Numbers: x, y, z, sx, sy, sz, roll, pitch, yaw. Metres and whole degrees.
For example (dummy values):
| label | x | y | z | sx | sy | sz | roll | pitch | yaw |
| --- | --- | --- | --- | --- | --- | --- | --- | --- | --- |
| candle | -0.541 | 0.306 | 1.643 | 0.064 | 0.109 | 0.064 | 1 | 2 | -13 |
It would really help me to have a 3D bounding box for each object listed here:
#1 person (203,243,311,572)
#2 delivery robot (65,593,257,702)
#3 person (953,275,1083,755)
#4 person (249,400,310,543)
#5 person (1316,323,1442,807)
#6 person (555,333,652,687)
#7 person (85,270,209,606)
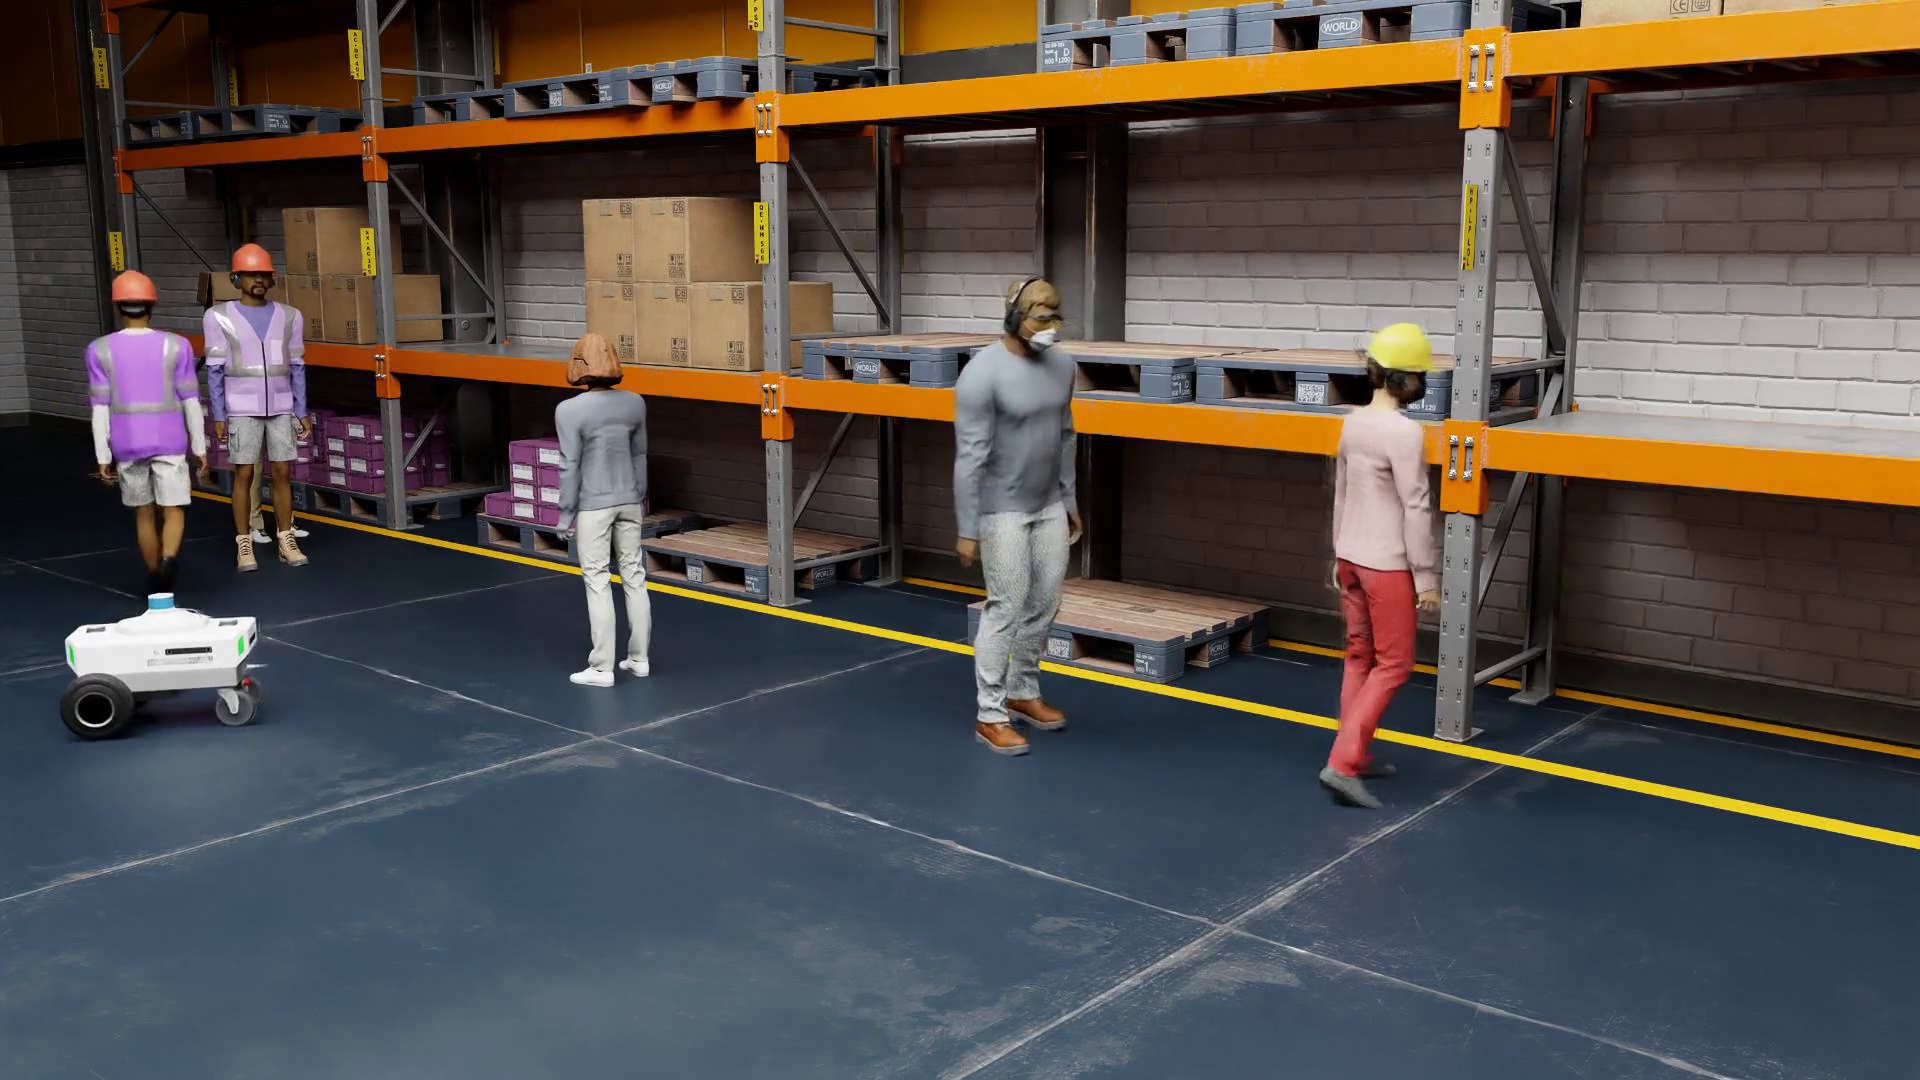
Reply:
| label | x | y | z | sx | sy | sz | roll | pitch | yaw |
| --- | --- | --- | --- | --- | --- | --- | --- | --- | --- |
| person | -4.404 | -0.829 | 10.484 | 0.608 | 2.048 | 0.365 | -8 | 13 | -39 |
| delivery robot | -3.379 | 0.469 | 7.072 | 0.707 | 0.478 | 0.477 | -3 | 10 | -14 |
| person | 0.201 | -0.103 | 6.723 | 0.482 | 1.915 | 0.666 | 10 | 14 | 43 |
| person | -4.773 | -0.796 | 11.498 | 0.277 | 1.628 | 0.500 | 6 | 12 | 32 |
| person | 1.500 | 0.093 | 6.096 | 0.461 | 1.759 | 0.560 | -3 | 10 | -14 |
| person | -1.655 | -0.137 | 7.716 | 0.286 | 1.634 | 0.500 | 9 | 13 | 40 |
| person | -4.439 | -0.513 | 9.100 | 0.575 | 1.908 | 0.819 | -4 | 11 | -20 |
